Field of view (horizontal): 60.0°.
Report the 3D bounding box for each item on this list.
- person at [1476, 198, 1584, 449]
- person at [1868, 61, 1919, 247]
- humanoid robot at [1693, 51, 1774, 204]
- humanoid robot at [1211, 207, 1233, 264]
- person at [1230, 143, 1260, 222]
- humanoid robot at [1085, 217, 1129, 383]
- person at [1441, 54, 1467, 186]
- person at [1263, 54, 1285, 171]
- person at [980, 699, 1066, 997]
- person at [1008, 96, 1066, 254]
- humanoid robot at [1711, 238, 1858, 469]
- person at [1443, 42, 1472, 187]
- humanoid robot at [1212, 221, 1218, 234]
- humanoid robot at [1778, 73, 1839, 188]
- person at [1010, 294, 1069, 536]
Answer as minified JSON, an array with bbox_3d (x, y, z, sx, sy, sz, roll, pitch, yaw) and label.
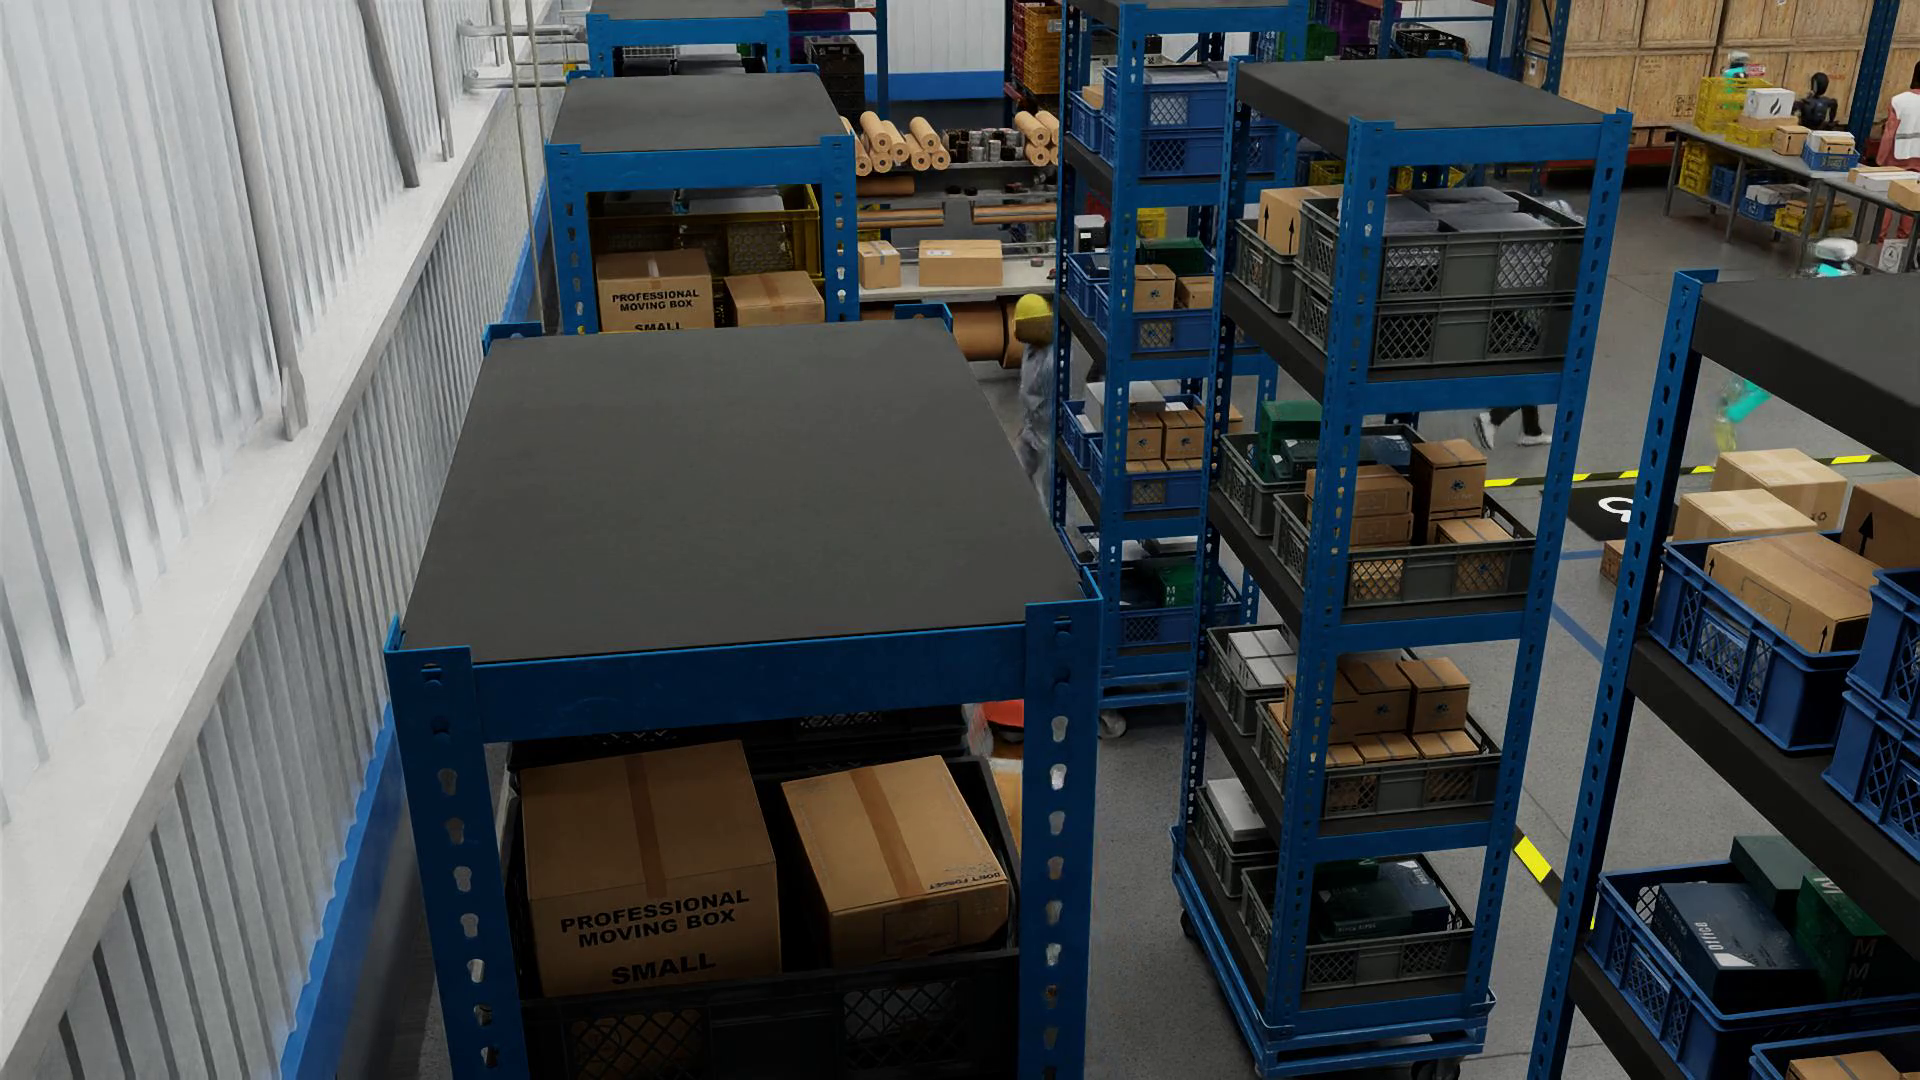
[{"bbox_3d":[4.013,-1.485,11.656,0.683,1.830,0.596,-6,25,-13],"label":"person"},{"bbox_3d":[9.447,-3.815,16.619,0.590,1.919,0.393,-1,25,-2],"label":"person"},{"bbox_3d":[8.689,-4.466,18.242,0.995,1.726,0.543,2,25,4],"label":"humanoid robot"},{"bbox_3d":[2.427,-2.597,14.274,0.613,1.662,0.459,19,31,35],"label":"humanoid robot"},{"bbox_3d":[2.523,-2.728,14.108,0.376,2.041,0.615,-15,29,-30],"label":"person"},{"bbox_3d":[1.138,-1.485,11.845,0.376,1.647,0.588,-9,26,-18],"label":"humanoid robot"},{"bbox_3d":[5.131,-4.216,17.594,0.346,1.837,0.500,-13,28,-25],"label":"person"},{"bbox_3d":[3.393,-4.526,18.399,0.946,1.710,0.536,-1,25,-2],"label":"person"},{"bbox_3d":[0.142,1.286,5.579,0.546,1.893,1.003,-1,25,-1],"label":"person"},{"bbox_3d":[0.708,-3.085,15.126,0.600,1.838,0.510,0,25,-1],"label":"person"},{"bbox_3d":[5.379,-1.174,11.140,0.841,1.805,0.543,22,32,39],"label":"humanoid robot"},{"bbox_3d":[5.422,-4.575,18.379,0.933,1.832,0.530,5,25,11],"label":"person"},{"bbox_3d":[2.915,-3.935,17.146,0.544,1.798,0.936,-17,30,-32],"label":"humanoid robot"},{"bbox_3d":[8.905,-4.079,17.491,0.613,1.642,0.480,-3,25,-6],"label":"humanoid robot"},{"bbox_3d":[0.493,-0.623,9.914,0.373,1.715,0.581,-8,26,-17],"label":"person"}]
